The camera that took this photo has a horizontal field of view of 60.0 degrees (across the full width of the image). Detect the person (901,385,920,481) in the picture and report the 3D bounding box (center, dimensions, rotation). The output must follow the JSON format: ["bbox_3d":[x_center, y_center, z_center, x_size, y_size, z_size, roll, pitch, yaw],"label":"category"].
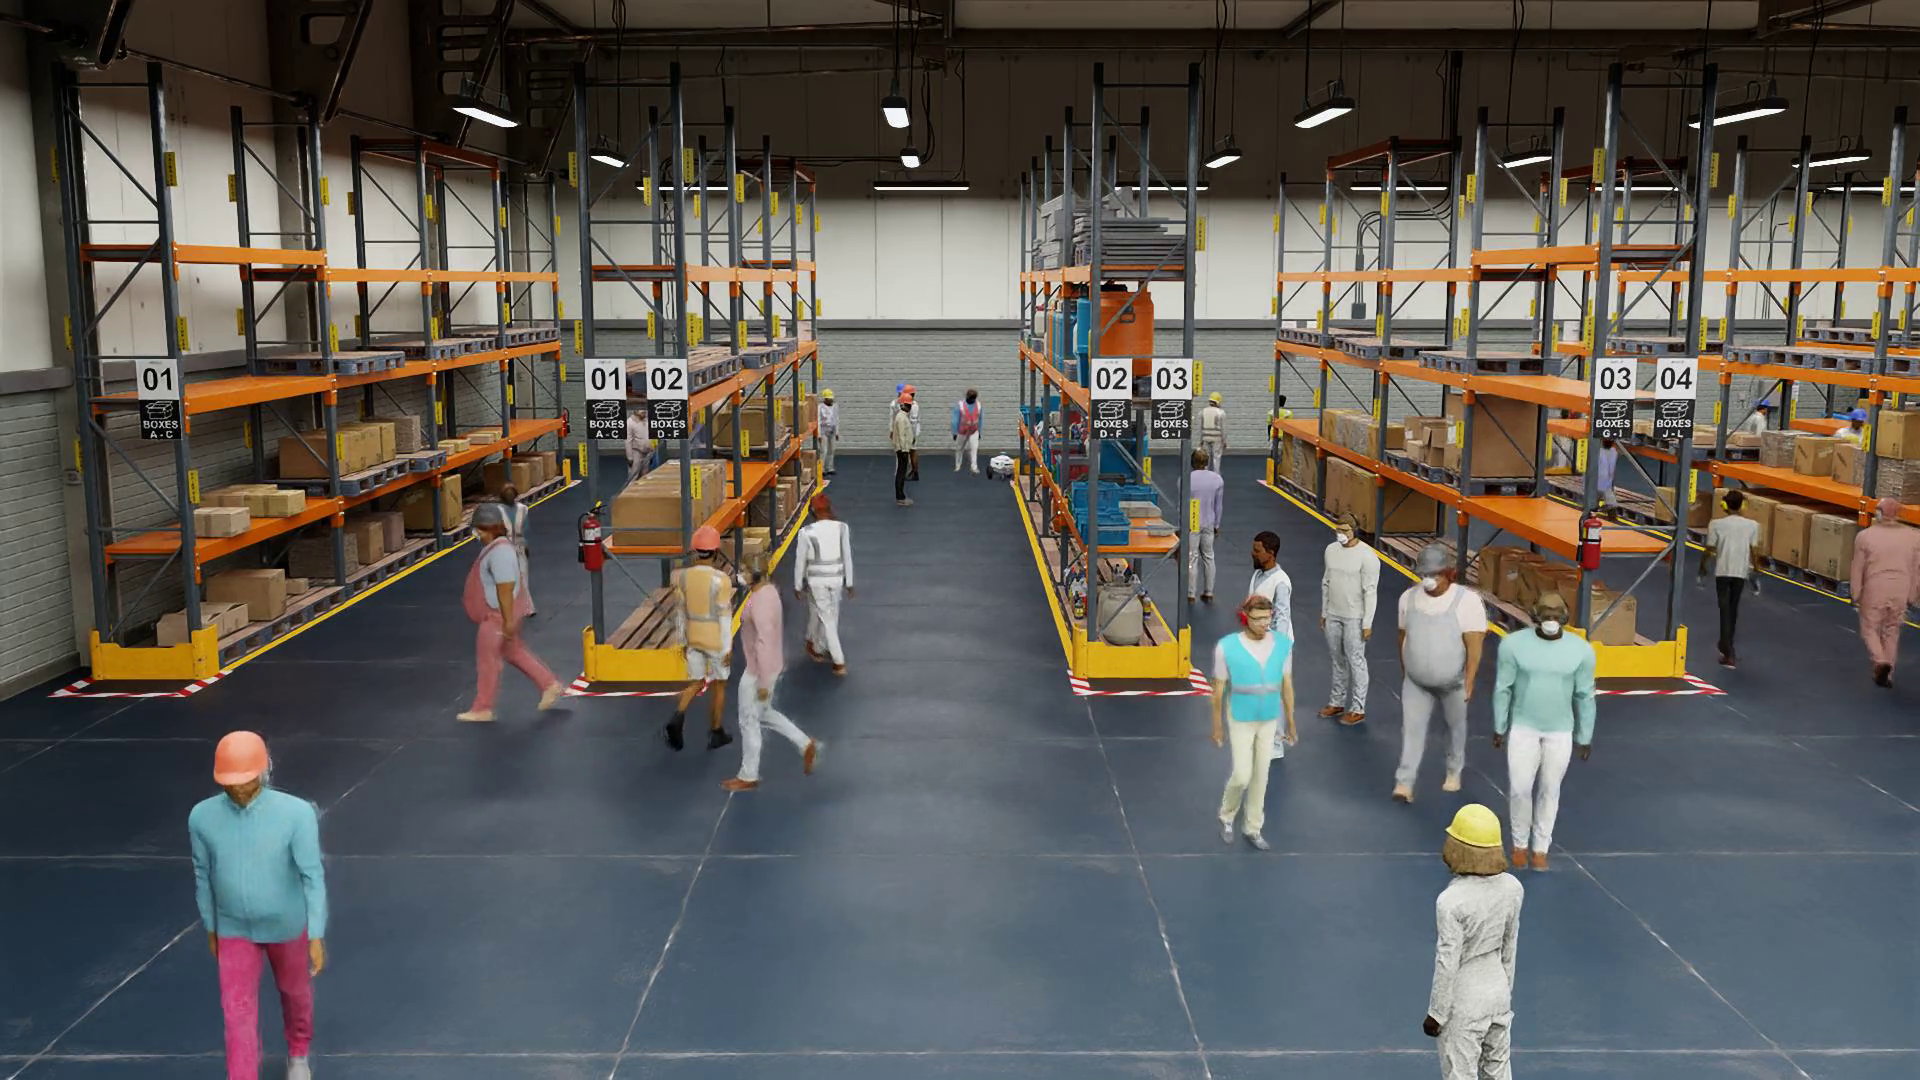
[{"bbox_3d":[-0.996,-2.143,33.307,0.388,1.928,0.549,-2,9,-11],"label":"person"}]

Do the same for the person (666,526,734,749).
[{"bbox_3d":[-2.185,0.853,14.030,0.543,1.925,0.686,4,10,26],"label":"person"}]

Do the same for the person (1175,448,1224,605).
[{"bbox_3d":[2.944,-0.169,20.559,0.632,1.939,0.368,-3,9,-21],"label":"person"}]

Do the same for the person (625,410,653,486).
[{"bbox_3d":[-5.570,-1.463,28.986,0.401,1.910,0.642,5,10,28],"label":"person"}]

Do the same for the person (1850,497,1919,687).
[{"bbox_3d":[9.036,0.531,16.226,0.644,1.889,0.613,1,9,7],"label":"person"}]

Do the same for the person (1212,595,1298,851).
[{"bbox_3d":[2.054,1.274,11.636,0.586,1.831,0.442,-3,9,-19],"label":"person"}]

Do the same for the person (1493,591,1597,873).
[{"bbox_3d":[3.911,1.300,11.138,0.654,1.925,0.515,2,9,14],"label":"person"}]

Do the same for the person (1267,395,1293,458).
[{"bbox_3d":[6.484,-2.090,33.694,0.541,1.696,0.316,3,9,21],"label":"person"}]

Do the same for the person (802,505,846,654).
[{"bbox_3d":[-1.468,0.390,17.987,0.545,1.604,0.790,-2,9,-14],"label":"person"}]

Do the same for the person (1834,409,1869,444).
[{"bbox_3d":[14.564,-1.196,27.221,0.650,1.924,0.452,2,9,11],"label":"person"}]

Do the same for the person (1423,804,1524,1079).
[{"bbox_3d":[2.215,1.997,7.246,0.484,1.745,0.296,-5,10,-31],"label":"person"}]

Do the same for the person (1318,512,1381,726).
[{"bbox_3d":[3.500,0.699,15.014,0.375,1.932,0.625,-5,10,-31],"label":"person"}]

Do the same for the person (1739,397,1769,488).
[{"bbox_3d":[14.195,-1.574,29.680,0.431,1.926,0.778,2,9,14],"label":"person"}]

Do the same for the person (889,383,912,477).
[{"bbox_3d":[-1.167,-2.226,33.789,0.606,1.939,0.410,4,10,25],"label":"person"}]

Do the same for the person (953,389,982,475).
[{"bbox_3d":[0.151,-2.246,34.487,0.648,1.781,0.985,-3,9,-17],"label":"person"}]

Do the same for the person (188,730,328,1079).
[{"bbox_3d":[-3.282,1.811,7.857,0.630,1.940,1.058,-1,9,-8],"label":"person"}]

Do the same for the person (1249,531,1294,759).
[{"bbox_3d":[2.575,0.875,13.910,0.392,1.920,0.589,-2,9,-12],"label":"person"}]

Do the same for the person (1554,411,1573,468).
[{"bbox_3d":[12.398,-2.122,34.135,0.619,1.612,0.501,-6,11,-34],"label":"person"}]

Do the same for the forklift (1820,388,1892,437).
[{"bbox_3d":[20.072,-3.110,36.462,1.873,2.768,1.129,0,9,0],"label":"forklift"}]

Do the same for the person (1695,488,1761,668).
[{"bbox_3d":[8.037,0.373,17.448,0.576,1.824,0.951,1,9,6],"label":"person"}]

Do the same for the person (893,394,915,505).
[{"bbox_3d":[-0.994,-1.622,29.737,0.394,1.987,0.623,0,9,-3],"label":"person"}]

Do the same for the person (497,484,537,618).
[{"bbox_3d":[-5.330,0.134,19.720,0.536,1.588,0.868,-6,10,-33],"label":"person"}]

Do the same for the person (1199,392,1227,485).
[{"bbox_3d":[4.958,-1.976,32.522,0.601,1.830,0.403,7,11,39],"label":"person"}]

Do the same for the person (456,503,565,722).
[{"bbox_3d":[-4.116,0.618,15.166,0.921,2.000,0.692,-3,9,-16],"label":"person"}]

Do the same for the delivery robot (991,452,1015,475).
[{"bbox_3d":[0.868,-1.519,33.378,0.477,0.478,0.707,-3,9,-17],"label":"delivery robot"}]

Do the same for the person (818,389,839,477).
[{"bbox_3d":[-2.691,-2.175,33.906,0.598,1.810,0.448,-9,12,-44],"label":"person"}]

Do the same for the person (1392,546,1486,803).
[{"bbox_3d":[3.645,0.995,12.745,0.697,2.000,1.047,5,10,30],"label":"person"}]

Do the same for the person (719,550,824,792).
[{"bbox_3d":[-1.490,1.020,12.984,0.742,1.920,0.637,0,9,0],"label":"person"}]

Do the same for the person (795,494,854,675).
[{"bbox_3d":[-1.398,0.433,17.046,0.590,1.826,1.031,-5,10,-31],"label":"person"}]
